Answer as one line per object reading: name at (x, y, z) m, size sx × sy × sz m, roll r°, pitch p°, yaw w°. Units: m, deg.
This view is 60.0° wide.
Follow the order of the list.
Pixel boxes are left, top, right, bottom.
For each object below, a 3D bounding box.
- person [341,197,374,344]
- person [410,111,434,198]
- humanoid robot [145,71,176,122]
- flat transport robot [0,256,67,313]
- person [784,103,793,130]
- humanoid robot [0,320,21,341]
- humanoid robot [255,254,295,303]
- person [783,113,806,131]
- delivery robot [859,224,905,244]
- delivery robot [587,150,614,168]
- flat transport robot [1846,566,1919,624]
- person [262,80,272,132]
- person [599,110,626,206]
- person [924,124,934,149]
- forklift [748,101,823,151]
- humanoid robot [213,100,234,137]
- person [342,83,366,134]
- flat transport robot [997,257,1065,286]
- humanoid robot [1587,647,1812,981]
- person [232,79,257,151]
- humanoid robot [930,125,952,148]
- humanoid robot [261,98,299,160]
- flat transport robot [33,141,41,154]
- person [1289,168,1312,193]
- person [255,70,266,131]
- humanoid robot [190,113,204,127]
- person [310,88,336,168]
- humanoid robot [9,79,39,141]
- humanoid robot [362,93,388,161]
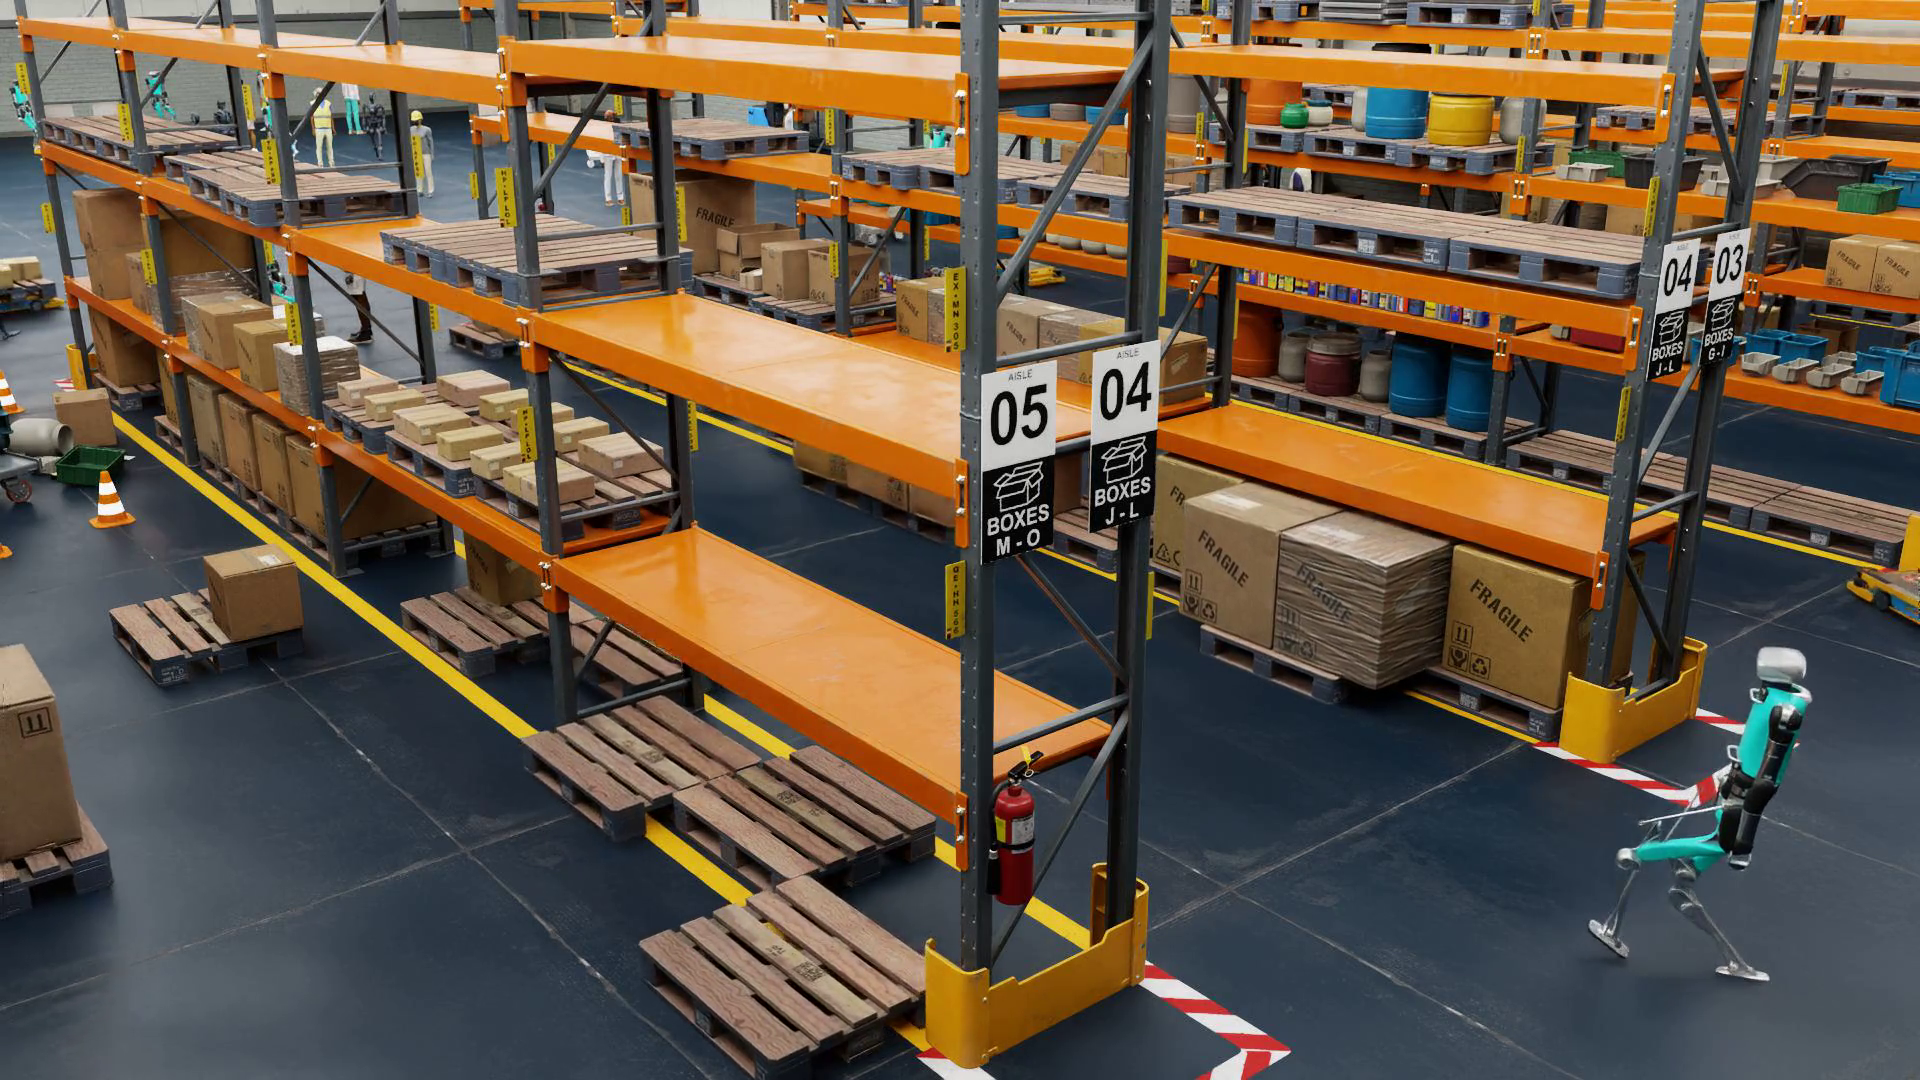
person at (-7.800, -3.507, 21.361) m, size 0.369 × 1.964 × 0.607 m, roll -3°, pitch 20°, yaw -9°
person at (-11.129, -7.961, 34.338) m, size 0.532 × 1.765 × 0.328 m, roll 2°, pitch 19°, yaw 5°
humanoid robot at (-22.181, -12.120, 46.364) m, size 0.543 × 1.883 × 0.740 m, roll 3°, pitch 20°, yaw 10°
flat transport robot at (-13.445, -3.323, 23.394) m, size 0.659 × 0.231 × 1.431 m, roll 18°, pitch 26°, yaw 41°
person at (-3.683, -8.749, 36.384) m, size 0.360 × 1.897 × 0.572 m, roll -5°, pitch 20°, yaw -14°
humanoid robot at (-12.696, -3.330, 21.369) m, size 0.590 × 1.621 × 0.804 m, roll 16°, pitch 25°, yaw 37°
humanoid robot at (-8.338, -3.124, 20.716) m, size 1.040 × 1.762 × 0.537 m, roll 2°, pitch 19°, yaw 7°
person at (-3.707, -8.909, 37.098) m, size 0.576 × 1.717 × 0.532 m, roll -12°, pitch 23°, yaw -32°
delivery robot at (-1.378, -5.480, 29.127) m, size 0.812 × 0.611 × 0.499 m, roll -16°, pitch 25°, yaw -38°
delivery robot at (-8.489, -9.131, 39.470) m, size 0.766 × 0.580 × 0.499 m, roll -5°, pitch 20°, yaw -13°
flat transport robot at (7.407, 0.524, 12.446) m, size 0.659 × 0.231 × 1.431 m, roll -3°, pitch 20°, yaw -9°
person at (-18.654, -11.635, 44.905) m, size 0.324 × 1.688 × 0.528 m, roll -6°, pitch 20°, yaw -16°
person at (-6.935, -7.626, 33.225) m, size 0.565 × 1.878 × 0.354 m, roll -15°, pitch 24°, yaw -36°
person at (-0.625, -7.552, 33.227) m, size 0.476 × 1.734 × 0.315 m, roll 13°, pitch 23°, yaw 33°
forklift at (-4.526, -11.368, 42.374) m, size 1.129 × 2.768 × 1.873 m, roll -15°, pitch 24°, yaw -37°
humanoid robot at (-17.032, -9.331, 38.419) m, size 0.740 × 1.631 × 0.588 m, roll 7°, pitch 21°, yaw 19°
person at (-17.061, -12.357, 46.628) m, size 0.489 × 1.914 × 0.377 m, roll 6°, pitch 20°, yaw 17°
flat transport robot at (0.932, -4.160, 25.776) m, size 0.659 × 0.231 × 1.431 m, roll -13°, pitch 23°, yaw -33°
humanoid robot at (3.492, 1.320, 8.049) m, size 1.015 × 1.774 × 0.531 m, roll 7°, pitch 21°, yaw 19°
person at (-18.117, -10.743, 42.142) m, size 0.794 × 1.842 × 0.413 m, roll 8°, pitch 21°, yaw 21°
humanoid robot at (-0.567, -7.068, 31.910) m, size 0.768 × 1.822 × 0.547 m, roll -18°, pitch 26°, yaw -41°
humanoid robot at (-15.317, -9.067, 37.523) m, size 0.997 × 1.748 × 0.561 m, roll 13°, pitch 23°, yaw 33°
flat transport robot at (-23.304, -10.040, 42.509) m, size 0.659 × 0.231 × 1.431 m, roll -10°, pitch 22°, yaw -26°
person at (5.519, -5.431, 27.014) m, size 0.373 × 1.842 × 0.568 m, roll 9°, pitch 21°, yaw 23°
person at (-19.936, -12.693, 47.636) m, size 0.395 × 1.877 × 0.509 m, roll -3°, pitch 20°, yaw -8°
humanoid robot at (-16.140, -8.195, 35.159) m, size 0.402 × 1.640 × 0.616 m, roll 7°, pitch 21°, yaw 19°
person at (-14.772, -9.517, 38.577) m, size 0.529 × 1.893 × 0.400 m, roll -14°, pitch 24°, yaw -34°
humanoid robot at (-24.083, -11.031, 43.178) m, size 0.797 × 1.806 × 0.530 m, roll 2°, pitch 19°, yaw 6°
humanoid robot at (-14.291, -10.080, 40.577) m, size 0.603 × 1.619 × 0.799 m, roll -3°, pitch 20°, yaw -9°
